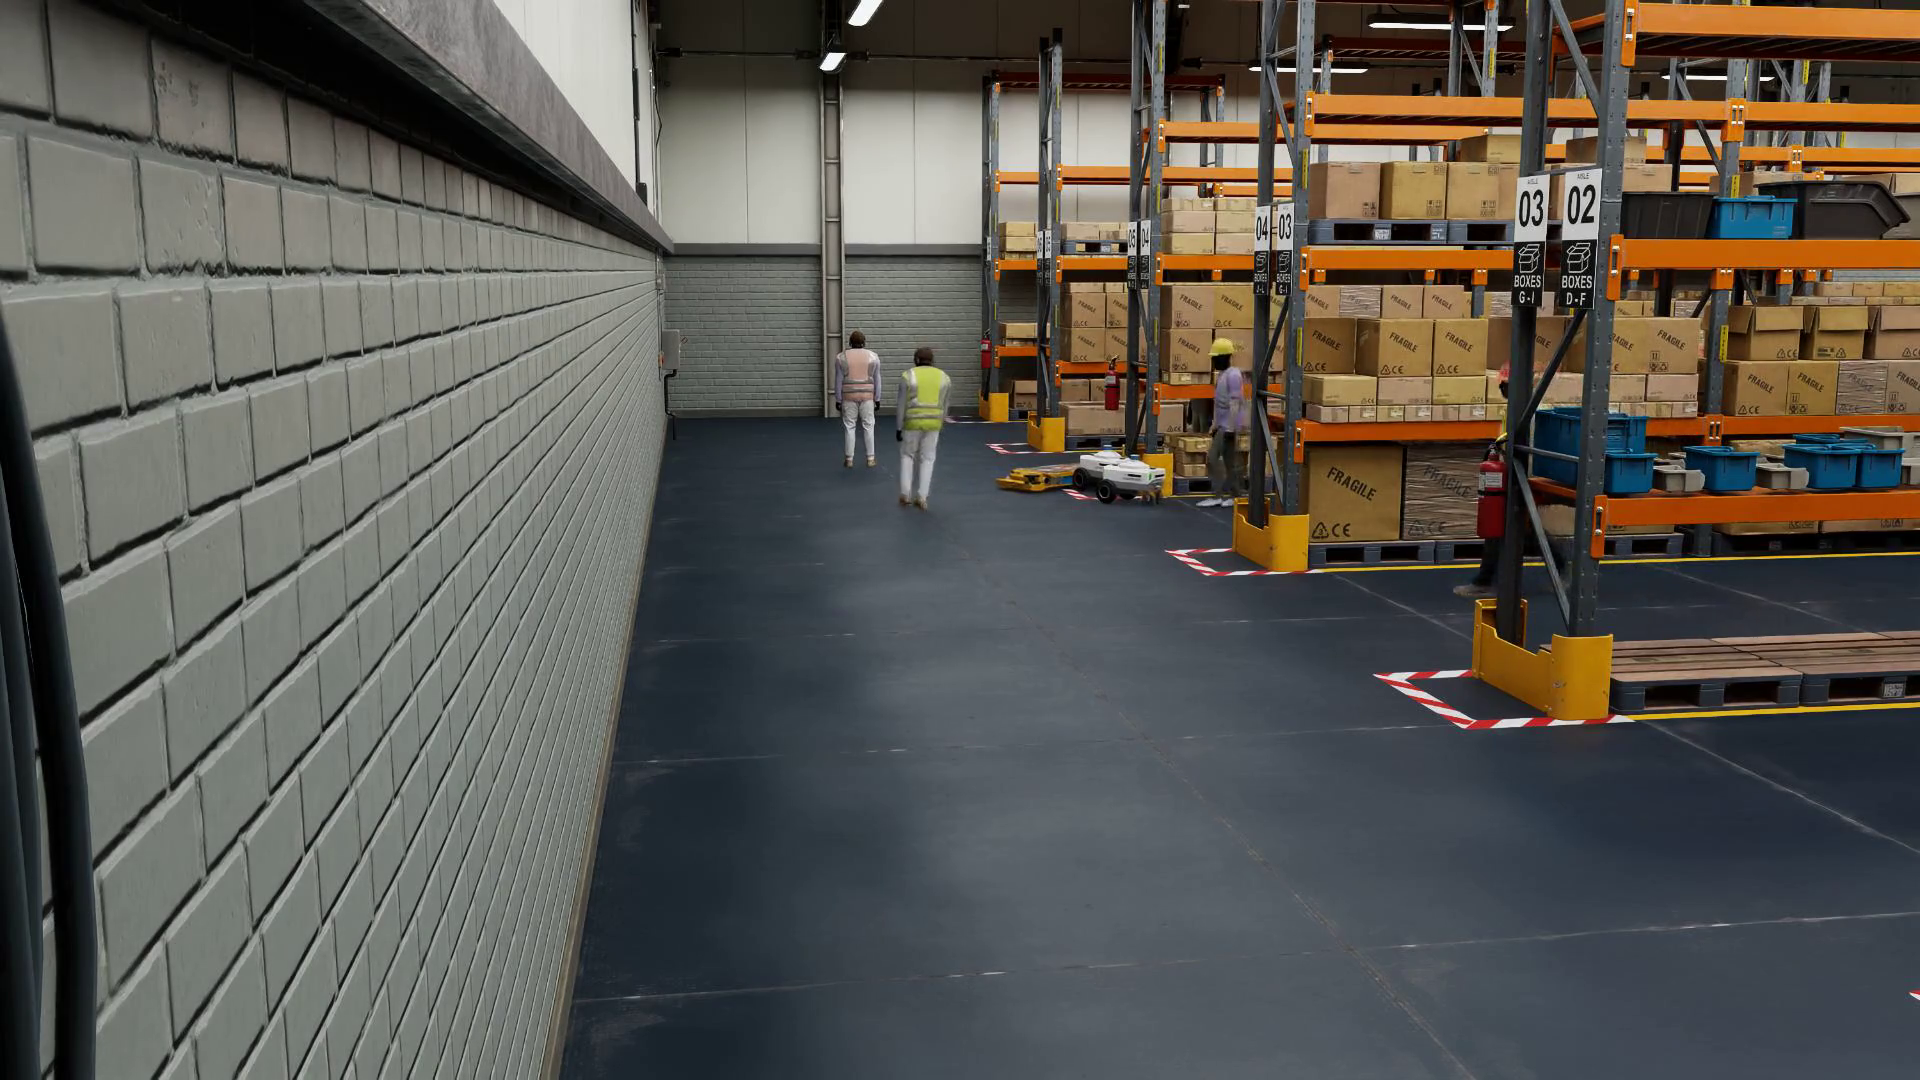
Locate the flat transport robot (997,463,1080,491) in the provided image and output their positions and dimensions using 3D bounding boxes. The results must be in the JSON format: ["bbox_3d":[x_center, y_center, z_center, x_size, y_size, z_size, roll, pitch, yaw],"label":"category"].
[{"bbox_3d":[1.206,-0.782,20.415,1.431,0.197,0.652,-7,12,-38],"label":"flat transport robot"}]

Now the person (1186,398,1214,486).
[{"bbox_3d":[2.968,-1.594,20.549,0.333,1.860,0.510,-5,10,-26],"label":"person"}]

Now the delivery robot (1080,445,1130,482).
[{"bbox_3d":[1.772,-0.895,19.947,0.477,0.478,0.707,-7,12,-38],"label":"delivery robot"}]

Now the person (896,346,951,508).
[{"bbox_3d":[-0.421,-1.255,18.639,0.657,1.814,0.483,-3,10,-18],"label":"person"}]

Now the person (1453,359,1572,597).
[{"bbox_3d":[4.576,-0.501,13.497,0.968,1.955,0.631,1,9,6],"label":"person"}]

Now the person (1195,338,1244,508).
[{"bbox_3d":[2.873,-1.292,18.525,0.709,1.902,0.606,-1,9,-3],"label":"person"}]

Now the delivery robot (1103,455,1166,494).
[{"bbox_3d":[1.981,-0.727,18.915,0.707,0.478,0.477,8,12,40],"label":"delivery robot"}]

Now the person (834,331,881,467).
[{"bbox_3d":[-1.386,-1.909,22.531,0.636,1.842,0.429,-1,9,-9],"label":"person"}]
